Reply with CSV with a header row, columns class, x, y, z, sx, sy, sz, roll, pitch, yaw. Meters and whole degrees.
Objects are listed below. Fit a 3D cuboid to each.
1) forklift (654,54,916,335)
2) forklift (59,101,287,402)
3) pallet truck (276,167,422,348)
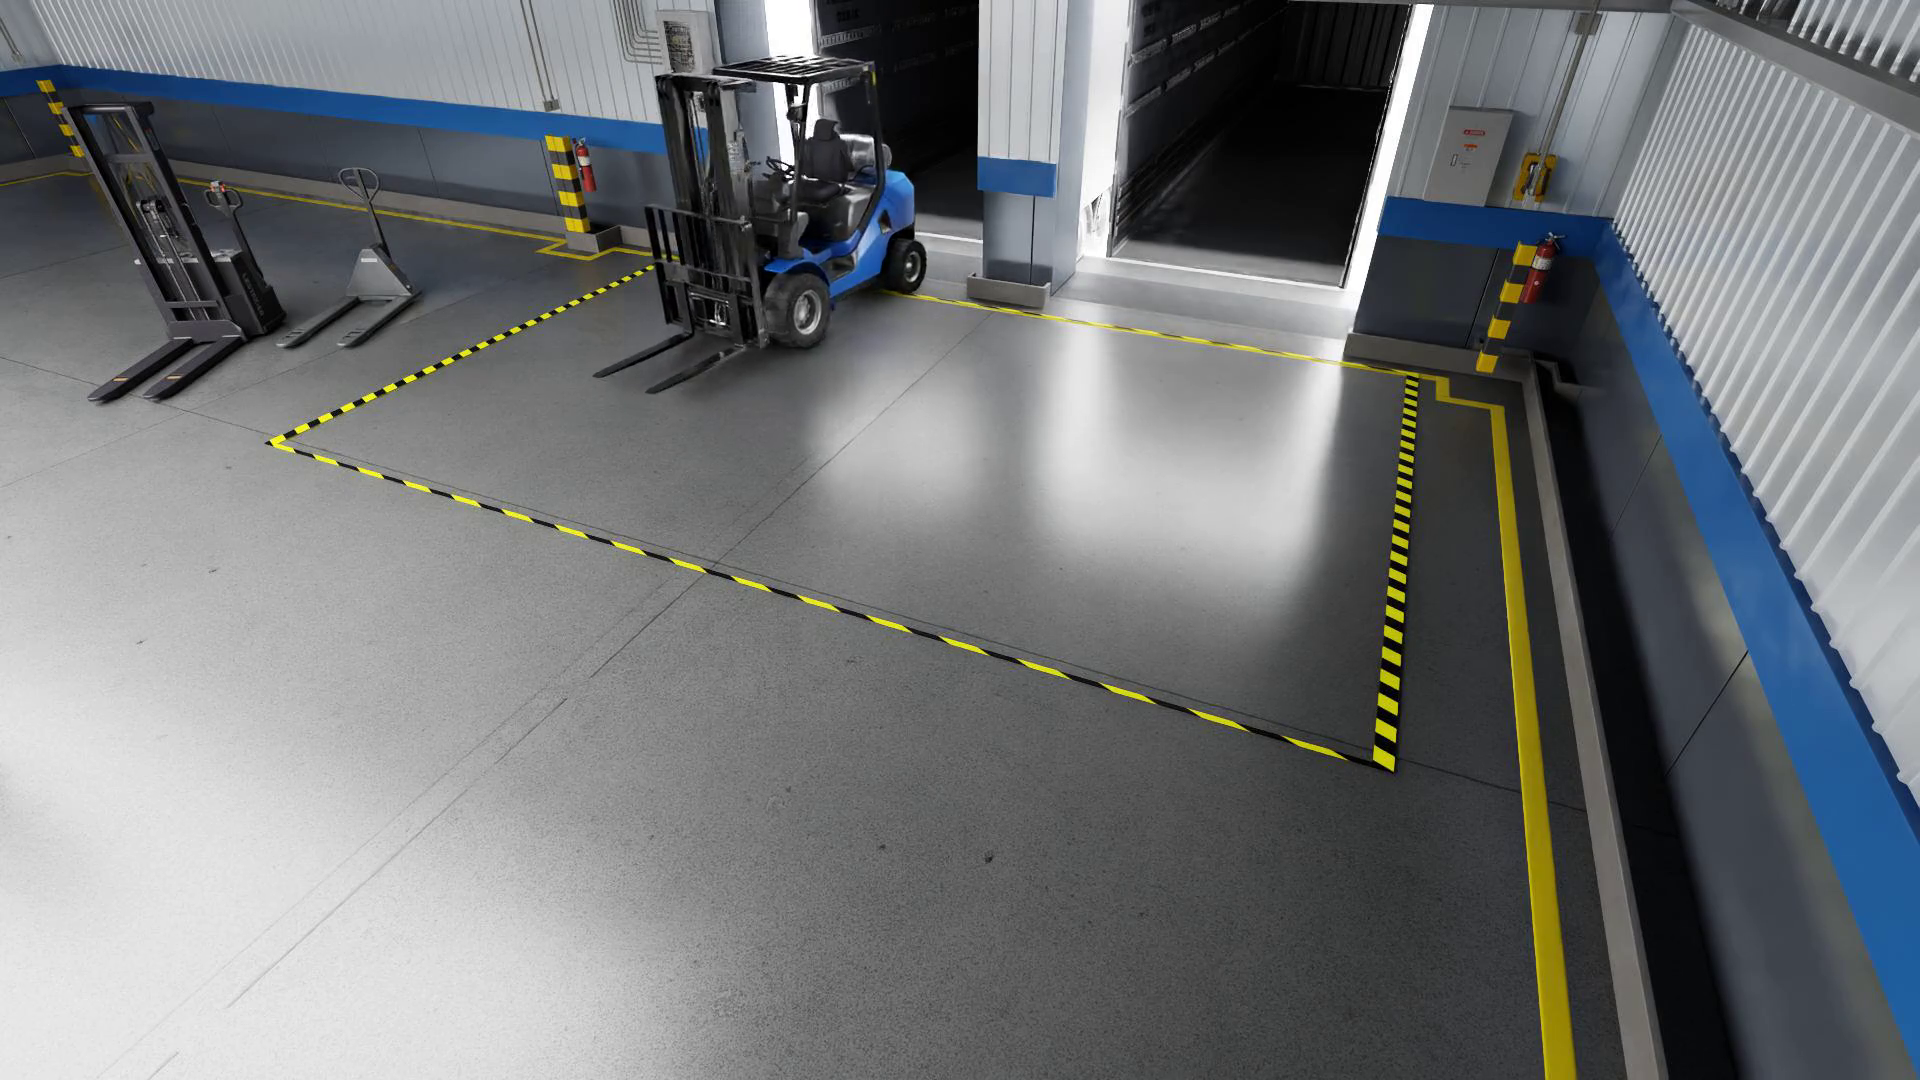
class,x,y,z,sx,sy,sz,roll,pitch,yaw
forklift,-1.478,-3.242,8.342,1.157,2.036,2.680,18,39,24
forklift,-6.686,-2.387,7.434,0.823,1.965,1.885,-3,35,-5
pallet truck,-5.732,-2.611,8.414,0.680,1.201,1.601,-1,35,-1
